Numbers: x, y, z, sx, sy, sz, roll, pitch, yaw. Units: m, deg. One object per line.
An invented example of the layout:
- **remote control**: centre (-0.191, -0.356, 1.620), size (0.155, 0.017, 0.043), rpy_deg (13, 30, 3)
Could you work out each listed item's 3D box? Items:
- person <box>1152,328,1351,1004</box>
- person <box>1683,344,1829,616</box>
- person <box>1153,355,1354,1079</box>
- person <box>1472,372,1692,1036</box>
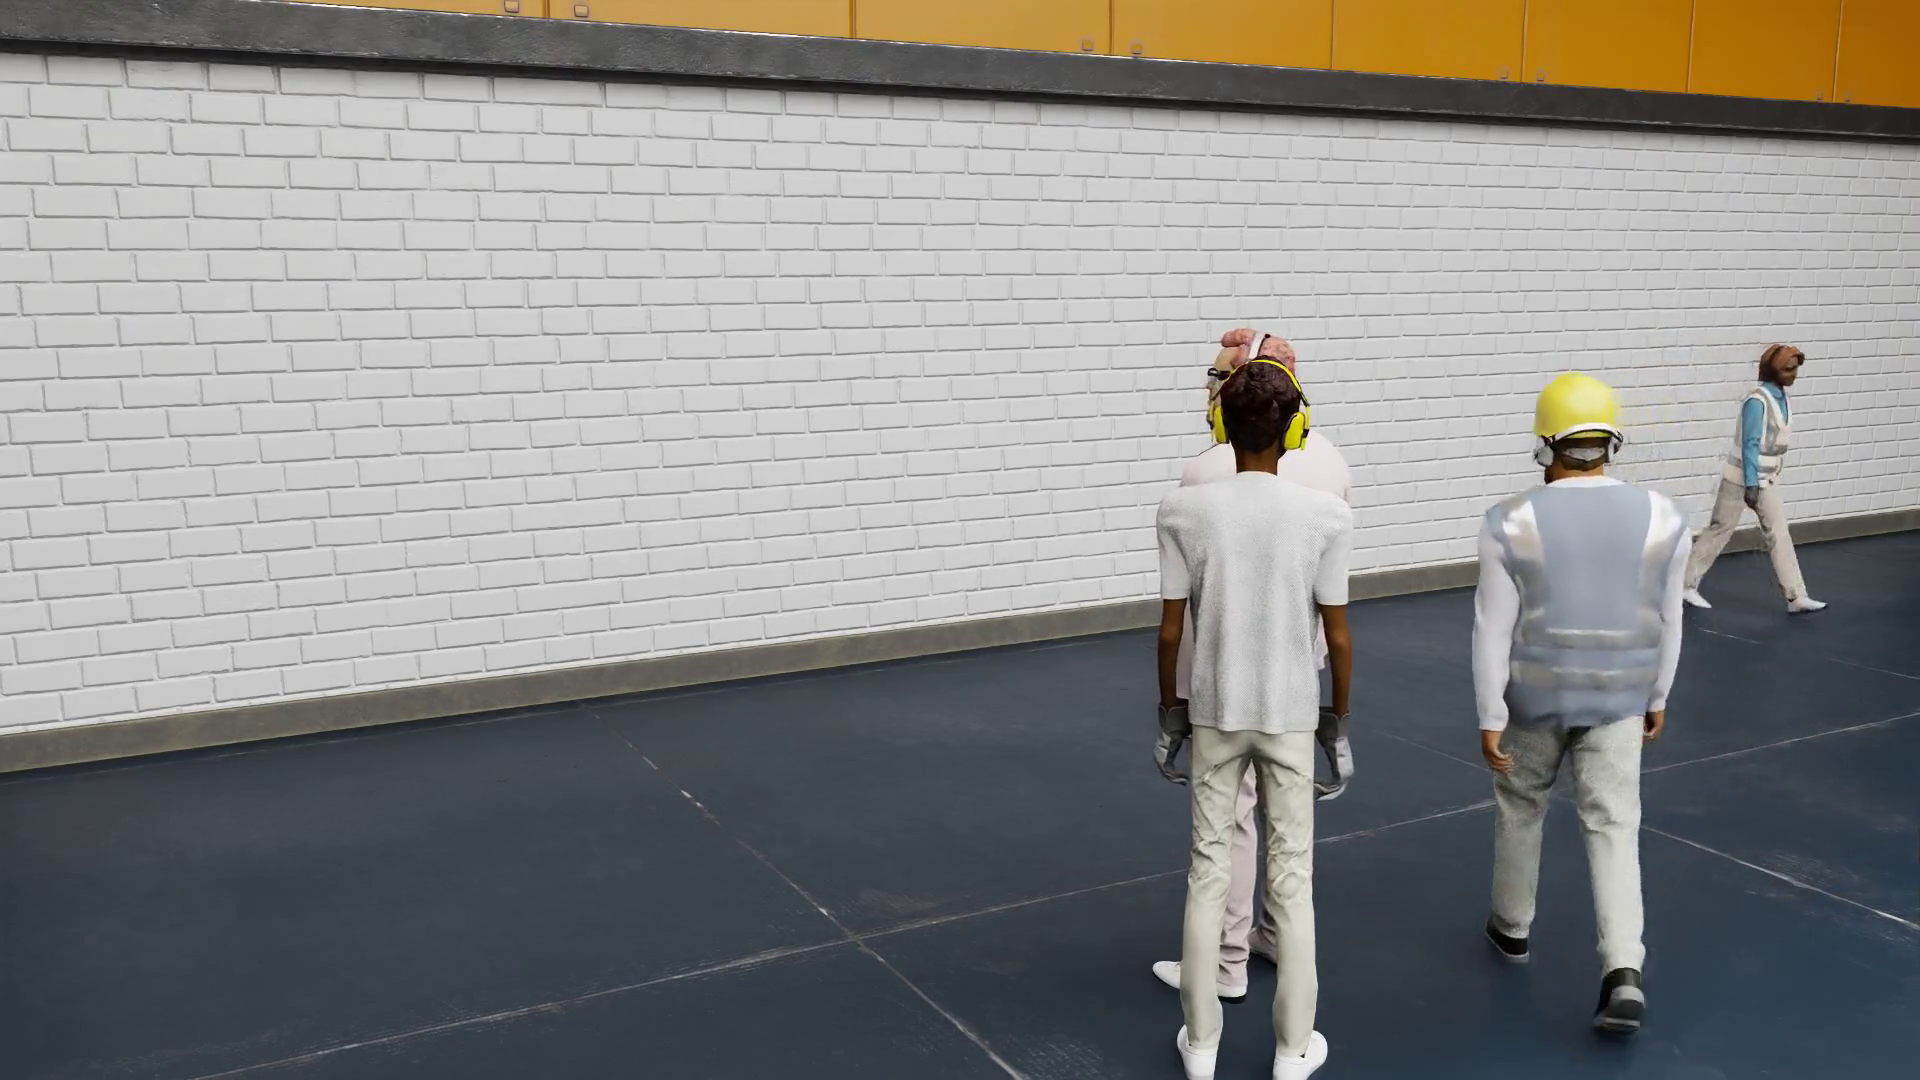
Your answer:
- **person**: centre (0.810, 0.356, 4.764), size (0.651, 1.912, 0.410), rpy_deg (-9, 13, -41)
- **person**: centre (4.635, -0.344, 9.714), size (0.548, 1.592, 0.886), rpy_deg (-8, 13, -40)
- **person**: centre (0.746, 0.470, 4.227), size (0.508, 1.872, 0.328), rpy_deg (2, 10, 14)
- **person**: centre (1.725, 0.435, 4.647), size (0.587, 1.801, 0.853), rpy_deg (1, 10, 8)
